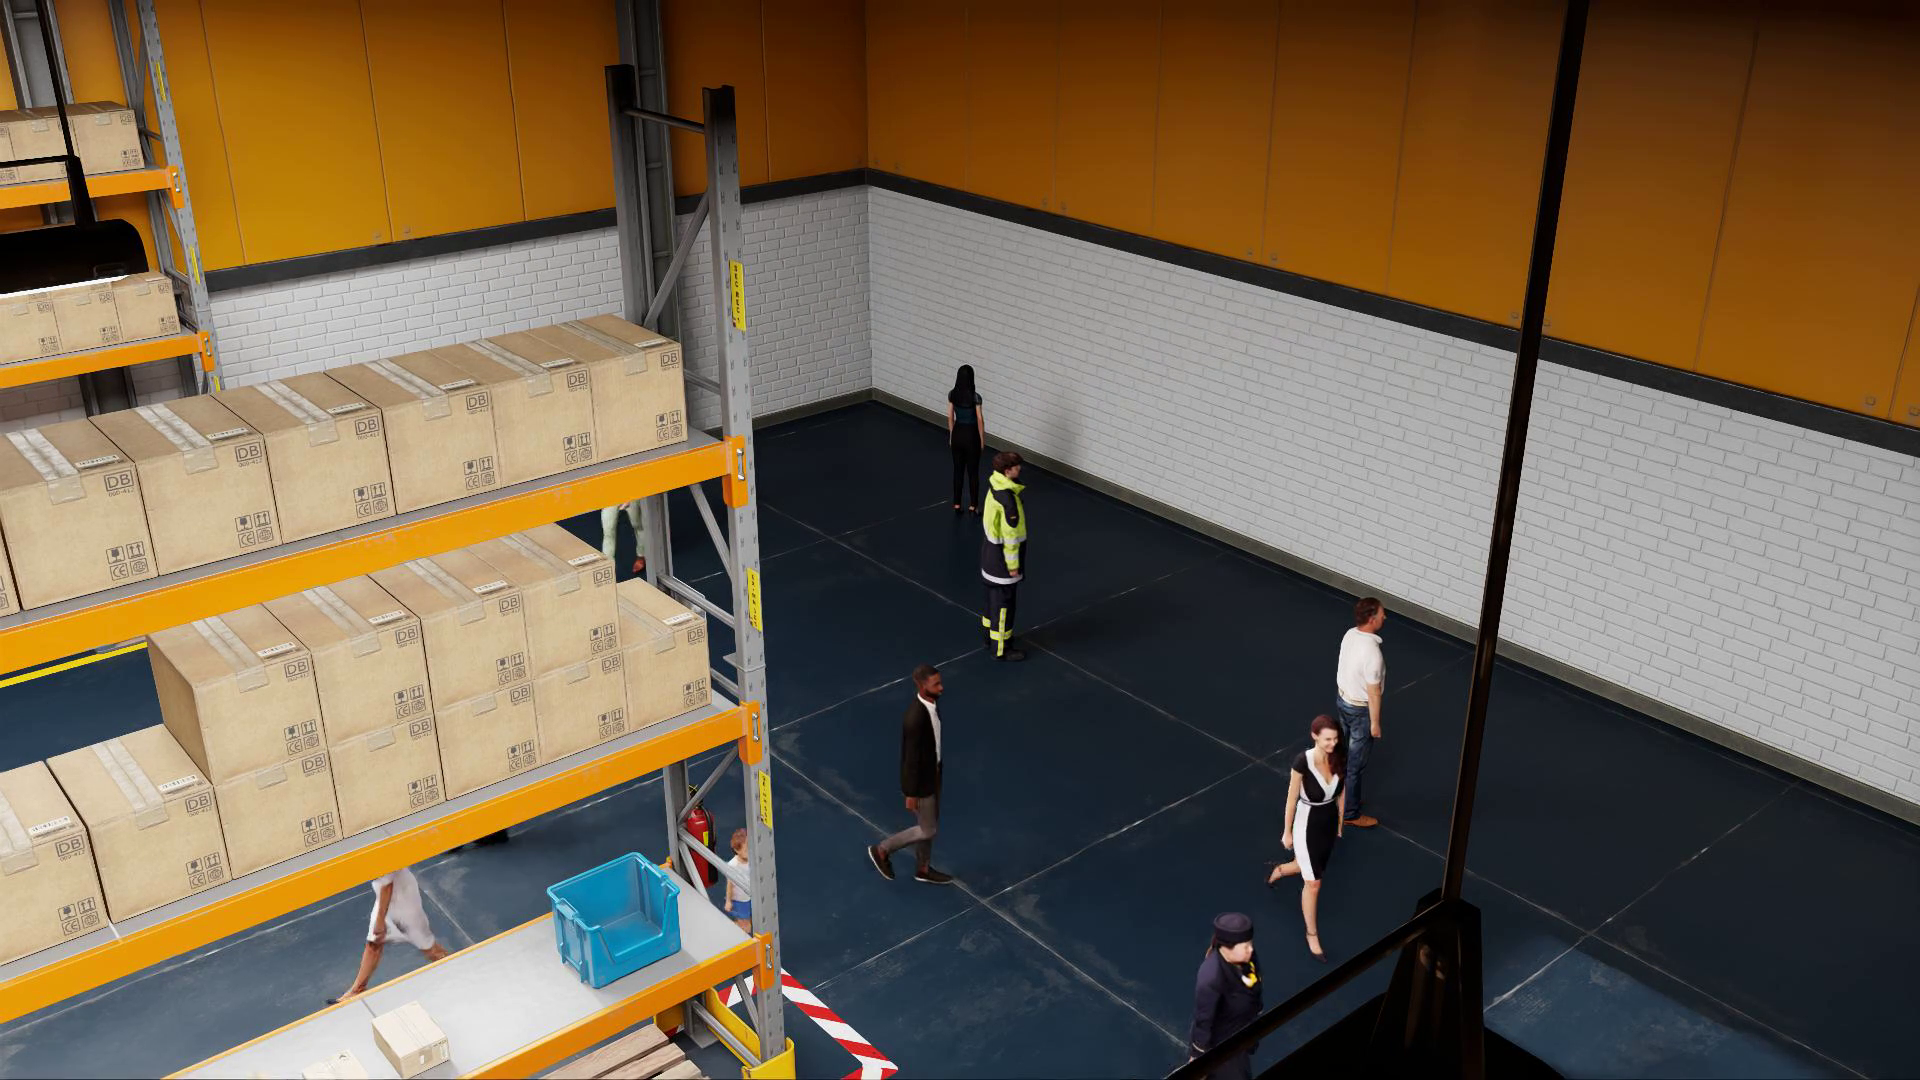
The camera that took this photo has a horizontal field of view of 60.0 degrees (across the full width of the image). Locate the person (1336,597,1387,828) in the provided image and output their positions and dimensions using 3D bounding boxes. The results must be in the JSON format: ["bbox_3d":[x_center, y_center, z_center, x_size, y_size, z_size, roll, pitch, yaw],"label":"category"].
[{"bbox_3d":[2.995,1.278,12.593,0.754,1.856,0.752,-4,24,-9],"label":"person"}]

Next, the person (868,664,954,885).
[{"bbox_3d":[-0.353,1.674,11.771,0.974,1.789,0.932,6,24,12],"label":"person"}]

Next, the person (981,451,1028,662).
[{"bbox_3d":[0.388,0.119,15.087,0.841,1.982,0.866,-5,24,-11],"label":"person"}]

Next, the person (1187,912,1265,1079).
[{"bbox_3d":[1.415,2.798,9.392,0.949,1.635,1.069,16,28,32],"label":"person"}]

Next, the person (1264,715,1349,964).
[{"bbox_3d":[2.332,1.929,11.200,1.030,1.778,0.827,-11,26,-23],"label":"person"}]

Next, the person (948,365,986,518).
[{"bbox_3d":[0.066,-1.081,18.137,0.629,1.737,0.634,9,25,20],"label":"person"}]

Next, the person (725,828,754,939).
[{"bbox_3d":[-1.484,2.361,11.175,0.537,1.007,0.554,19,30,37],"label":"person"}]
